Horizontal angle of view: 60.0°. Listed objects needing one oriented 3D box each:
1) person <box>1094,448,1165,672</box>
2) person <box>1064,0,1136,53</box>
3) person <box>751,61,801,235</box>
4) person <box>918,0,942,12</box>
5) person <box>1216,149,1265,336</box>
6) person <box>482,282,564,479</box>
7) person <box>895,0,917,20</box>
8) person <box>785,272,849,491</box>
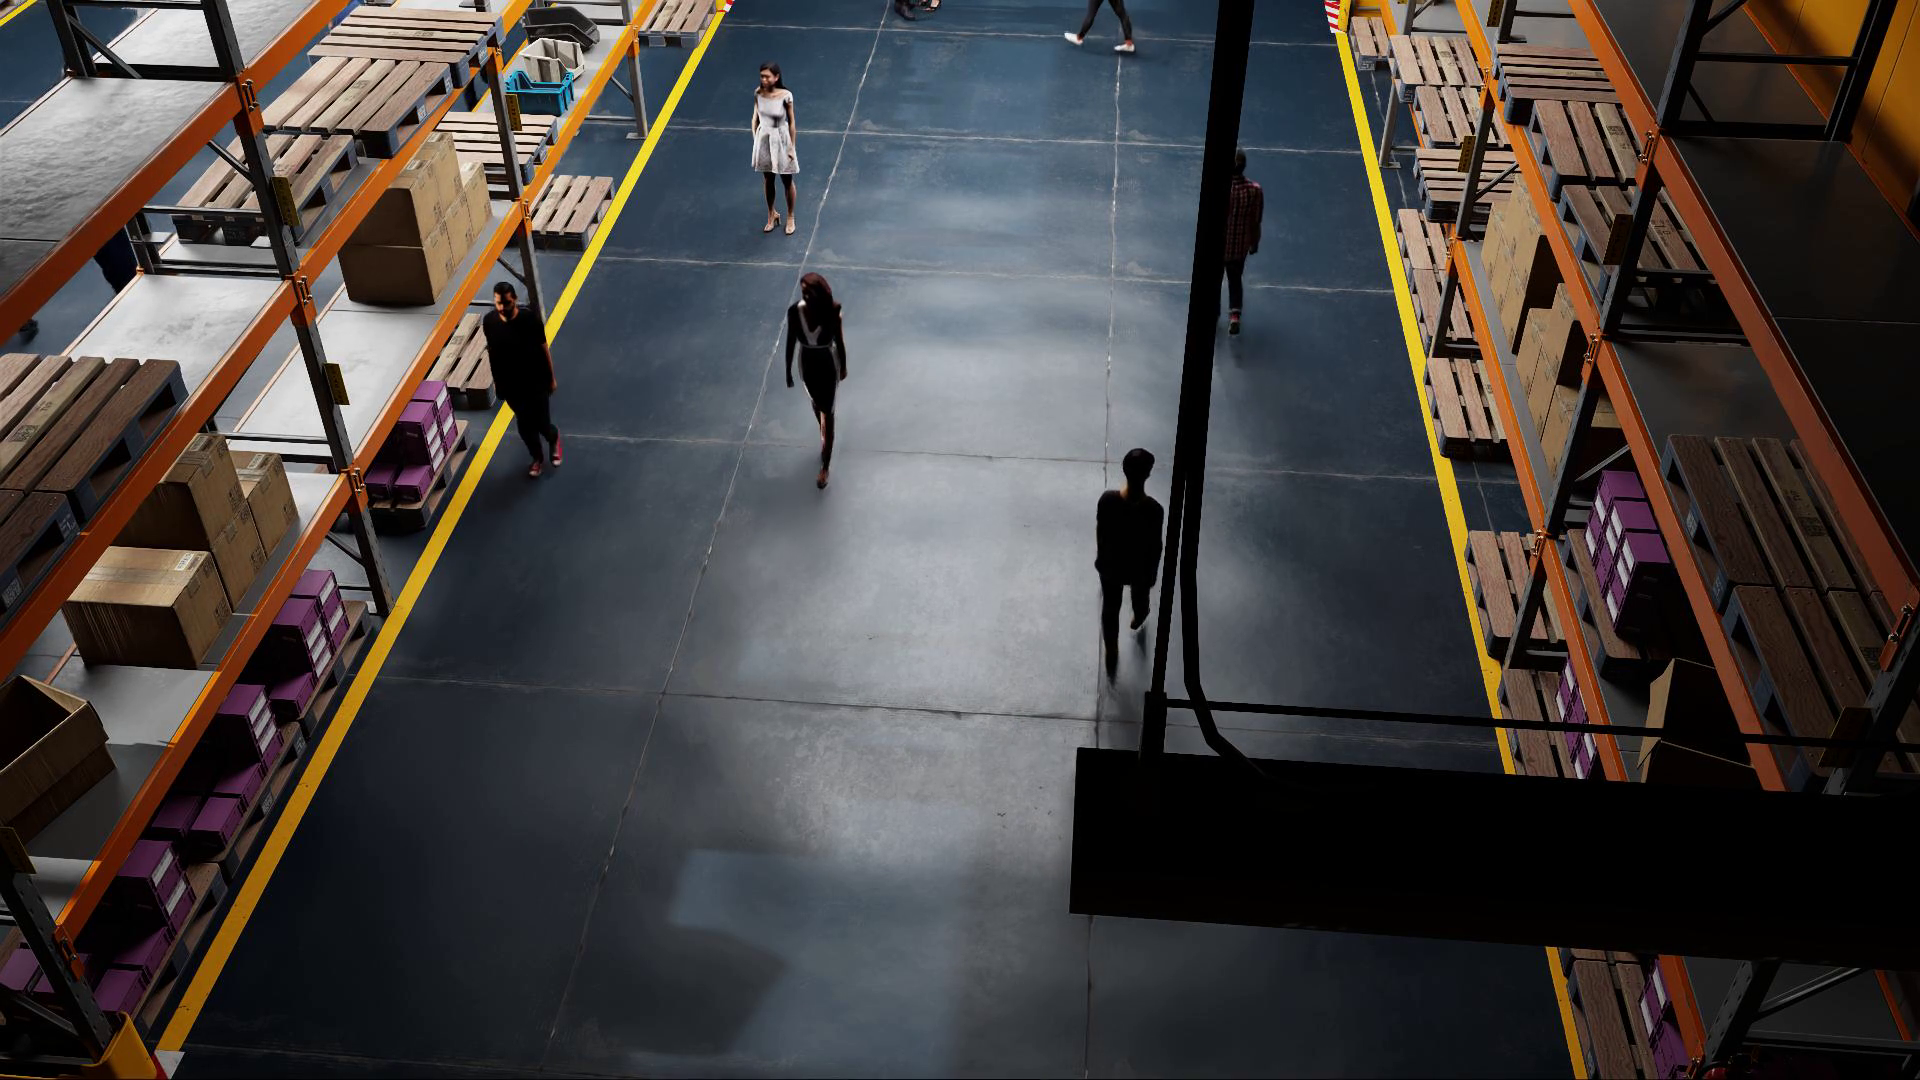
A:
[{"bbox_3d":[1.108,0.180,11.250,0.763,1.685,1.021,10,40,12],"label":"person"},{"bbox_3d":[1.854,-6.554,19.761,0.883,1.586,1.111,16,41,19],"label":"person"},{"bbox_3d":[-1.792,-3.806,16.170,0.703,1.774,0.699,11,40,13],"label":"person"},{"bbox_3d":[-0.385,-7.537,20.841,0.855,1.774,0.774,-17,42,-20],"label":"person"},{"bbox_3d":[2.372,-2.578,14.655,0.747,1.745,0.893,-1,39,-2],"label":"person"},{"bbox_3d":[-3.403,-1.304,13.057,0.624,1.749,0.649,4,39,5],"label":"person"},{"bbox_3d":[-0.629,-7.444,20.679,0.773,1.830,0.552,-6,39,-8],"label":"person"},{"bbox_3d":[-1.096,-1.364,13.118,0.638,1.766,0.998,5,39,6],"label":"person"}]
